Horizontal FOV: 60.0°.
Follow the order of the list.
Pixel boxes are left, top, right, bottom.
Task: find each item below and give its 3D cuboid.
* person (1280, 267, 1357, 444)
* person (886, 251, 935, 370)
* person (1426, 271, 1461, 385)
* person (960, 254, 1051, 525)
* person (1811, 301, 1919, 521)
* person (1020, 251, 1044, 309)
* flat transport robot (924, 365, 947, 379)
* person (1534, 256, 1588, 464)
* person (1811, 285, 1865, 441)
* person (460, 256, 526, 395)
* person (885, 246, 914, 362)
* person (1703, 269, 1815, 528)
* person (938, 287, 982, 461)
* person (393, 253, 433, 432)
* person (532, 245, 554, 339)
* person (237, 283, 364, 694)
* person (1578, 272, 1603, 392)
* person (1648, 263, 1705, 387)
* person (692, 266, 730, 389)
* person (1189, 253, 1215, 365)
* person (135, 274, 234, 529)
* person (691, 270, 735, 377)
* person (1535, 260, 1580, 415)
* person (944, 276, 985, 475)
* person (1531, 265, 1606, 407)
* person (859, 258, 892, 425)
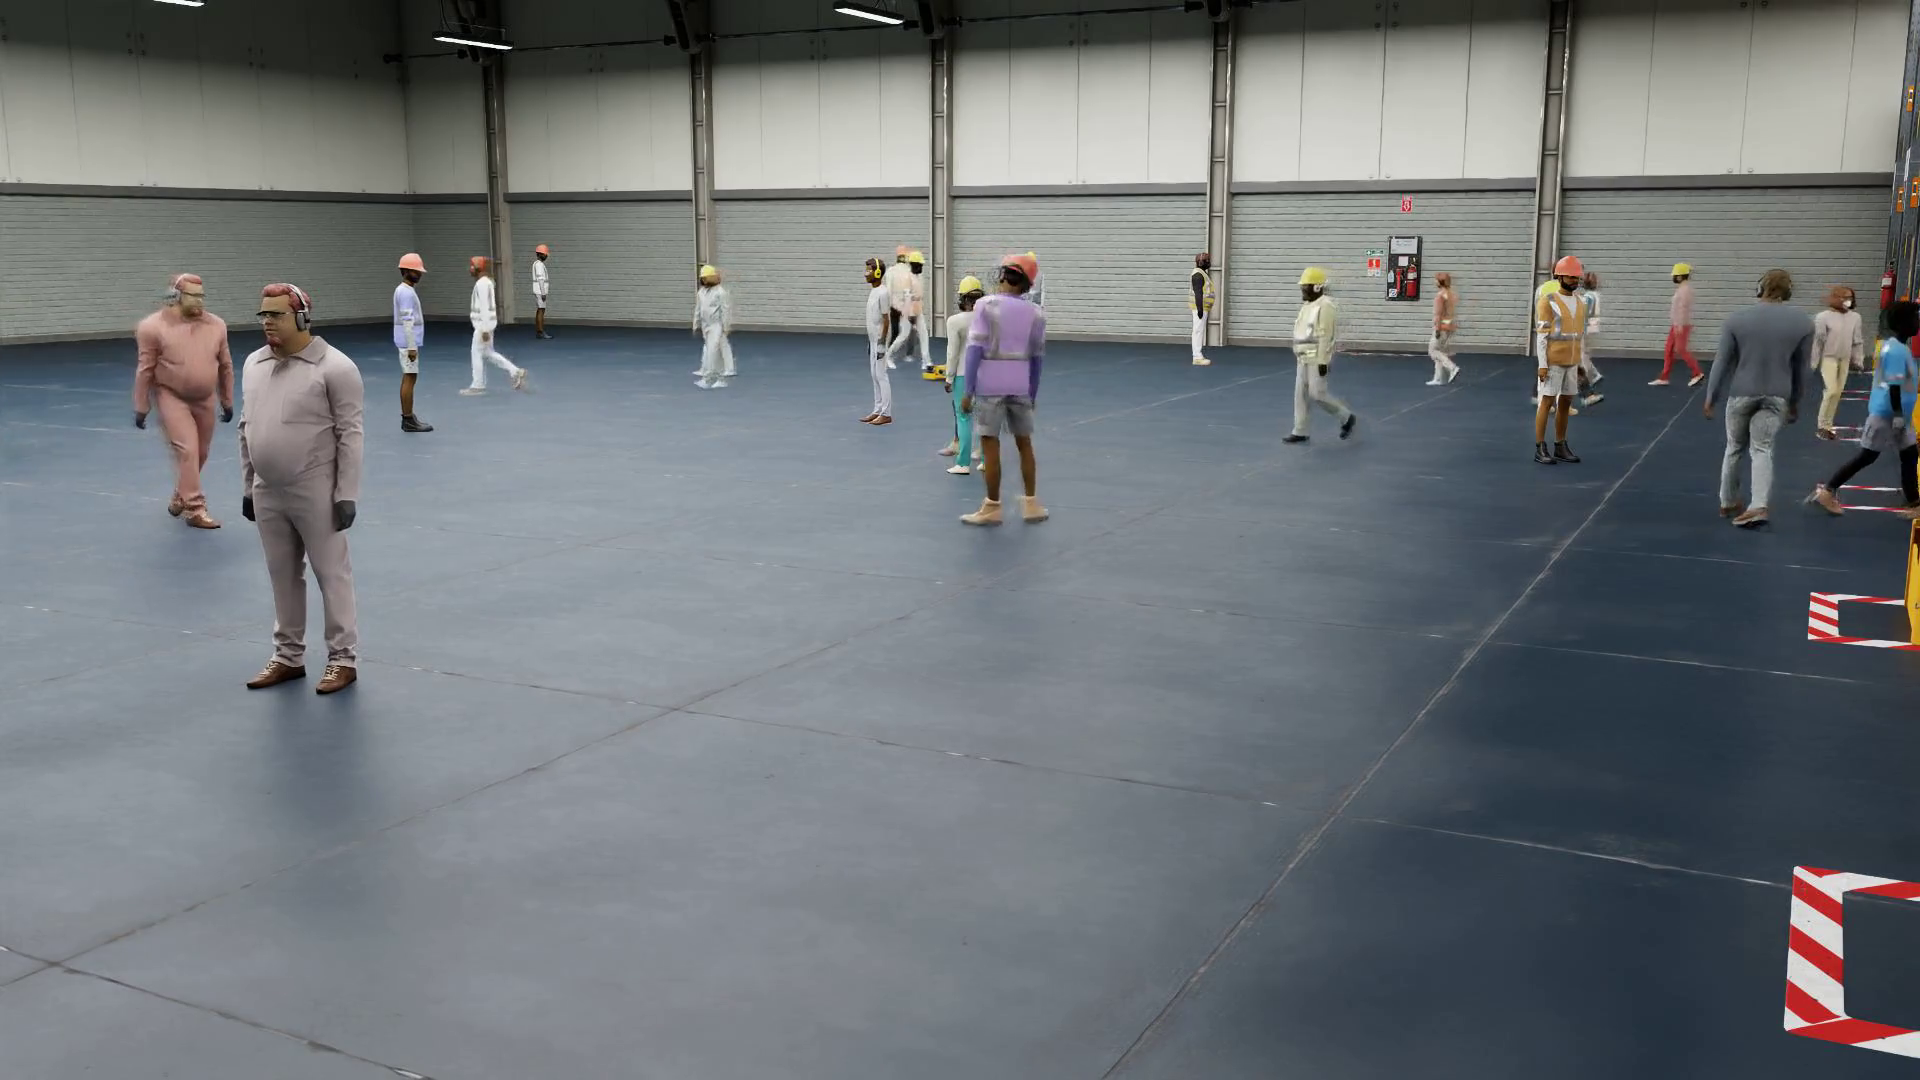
[{"bbox_3d":[3.675,-1.870,16.955,0.681,1.818,0.596,-2,11,-12],"label":"person"},{"bbox_3d":[-0.801,-3.641,26.416,0.914,1.894,0.590,6,12,29],"label":"person"},{"bbox_3d":[6.862,-2.981,23.526,0.443,1.623,0.516,7,13,35],"label":"person"},{"bbox_3d":[0.319,-1.092,12.247,0.711,1.993,0.389,-6,12,-28],"label":"person"},{"bbox_3d":[6.894,-0.957,12.411,0.868,1.665,0.531,8,13,36],"label":"person"},{"bbox_3d":[1.246,-4.268,29.966,0.588,1.837,0.404,-3,11,-14],"label":"person"},{"bbox_3d":[0.239,-2.449,24.314,1.431,0.197,0.652,7,12,34],"label":"flat transport robot"},{"bbox_3d":[5.636,-1.675,15.547,0.545,1.938,0.362,-4,11,-23],"label":"person"},{"bbox_3d":[9.130,-1.827,17.261,0.502,1.617,0.493,-2,11,-12],"label":"person"},{"bbox_3d":[-6.300,-2.868,22.279,0.782,1.864,0.583,-2,11,-9],"label":"person"},{"bbox_3d":[-0.985,-4.017,28.322,0.645,1.933,1.037,-3,11,-16],"label":"person"},{"bbox_3d":[5.853,-1.034,12.215,0.697,1.893,0.857,4,11,21],"label":"person"},{"bbox_3d":[0.021,-1.581,15.720,0.656,1.671,0.558,0,10,1],"label":"person"},{"bbox_3d":[-5.971,-2.146,18.136,0.384,1.930,0.547,-4,11,-20],"label":"person"},{"bbox_3d":[-8.610,-5.107,34.294,0.374,1.928,0.542,-4,11,-21],"label":"person"},{"bbox_3d":[-3.099,-0.234,7.769,0.639,1.911,0.406,3,11,17],"label":"person"},{"bbox_3d":[8.514,-2.825,22.640,0.364,1.627,0.534,6,12,29],"label":"person"},{"bbox_3d":[10.187,-3.031,23.471,0.692,1.742,0.542,3,11,14],"label":"person"},{"bbox_3d":[-3.510,-2.938,23.084,0.510,1.700,0.863,7,12,32],"label":"person"},{"bbox_3d":[4.003,-3.824,27.528,0.429,1.844,0.627,2,11,12],"label":"person"},{"bbox_3d":[-5.749,-1.040,12.312,0.878,1.865,0.688,8,13,39],"label":"person"},{"bbox_3d":[-3.747,-3.249,25.009,0.747,1.609,0.527,-2,11,-9],"label":"person"},{"bbox_3d":[7.142,-2.411,19.827,0.429,1.845,0.624,-6,12,-29],"label":"person"},{"bbox_3d":[0.092,-1.464,14.869,0.531,1.768,0.311,-7,12,-33],"label":"person"},{"bbox_3d":[7.574,-2.542,20.679,0.554,1.786,0.968,-7,13,-35],"label":"person"},{"bbox_3d":[-0.945,-2.231,18.780,0.328,1.867,0.514,-4,11,-19],"label":"person"}]
